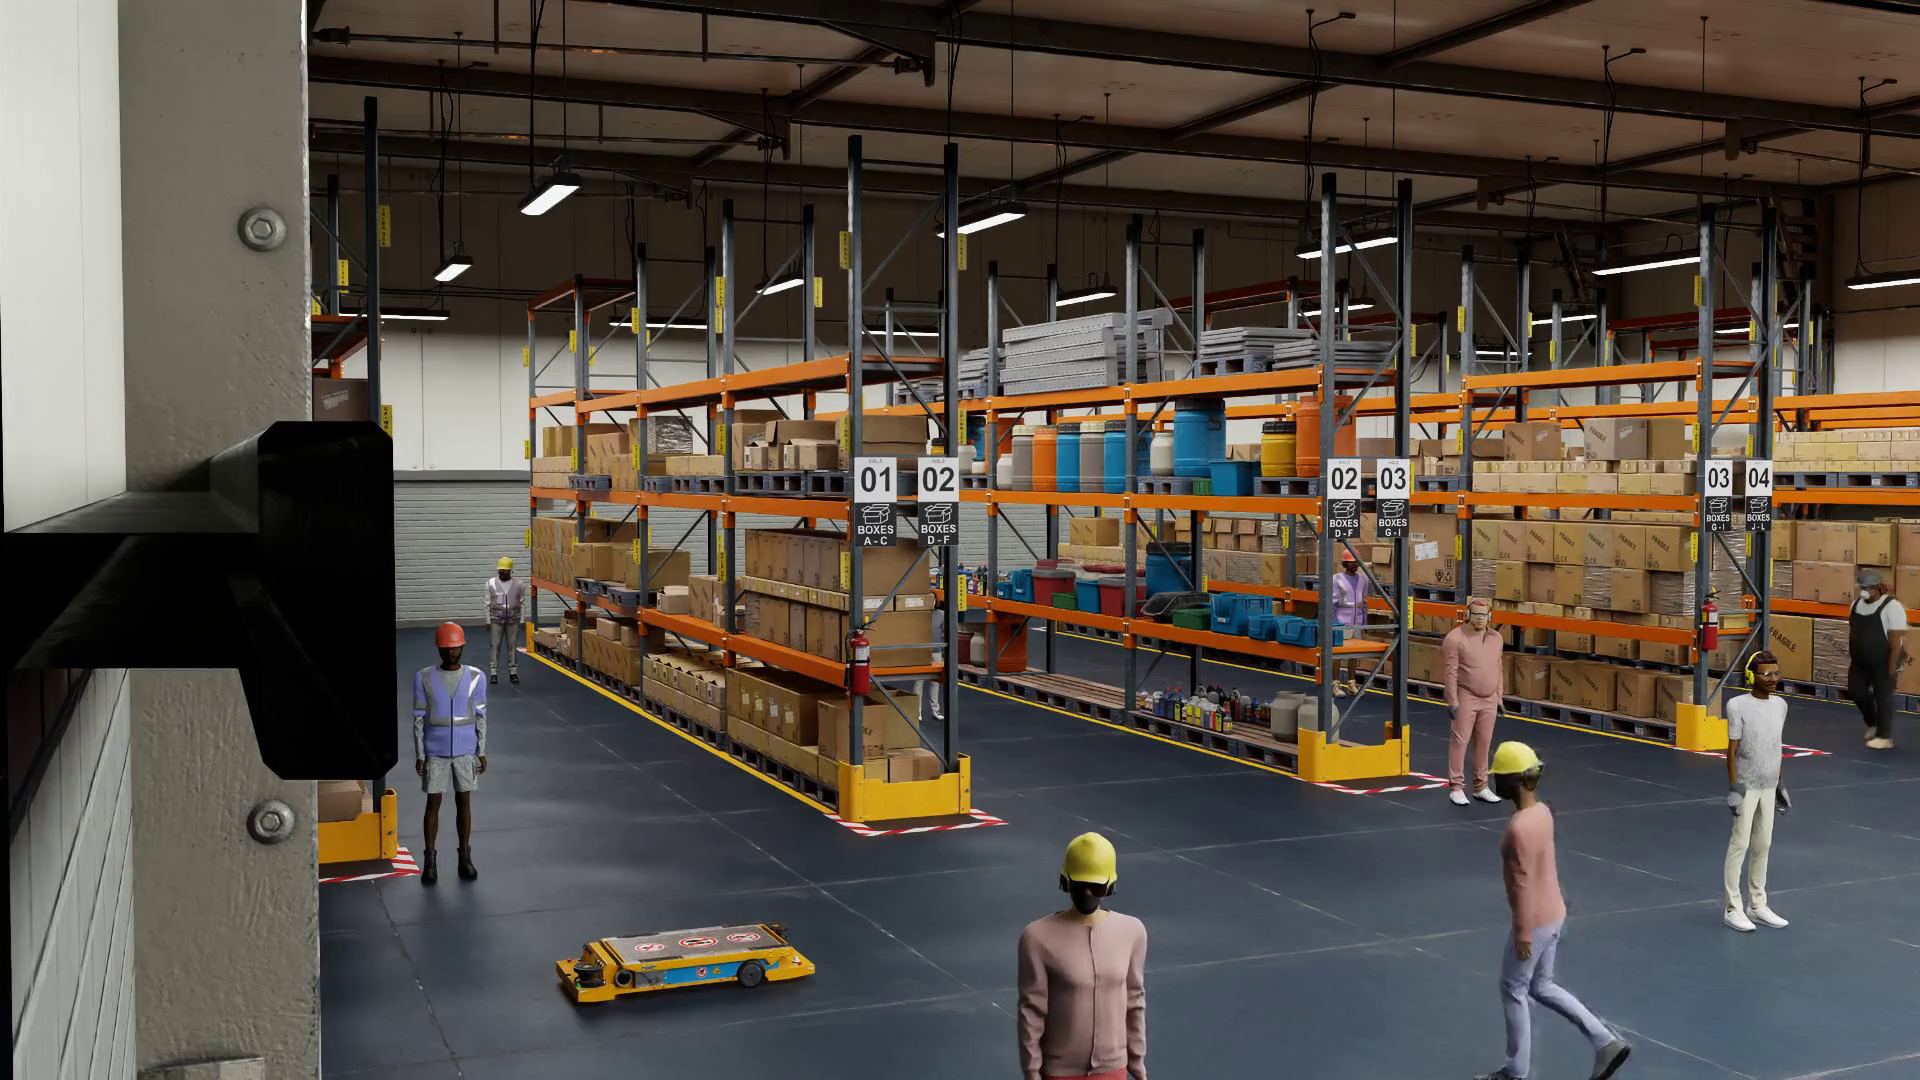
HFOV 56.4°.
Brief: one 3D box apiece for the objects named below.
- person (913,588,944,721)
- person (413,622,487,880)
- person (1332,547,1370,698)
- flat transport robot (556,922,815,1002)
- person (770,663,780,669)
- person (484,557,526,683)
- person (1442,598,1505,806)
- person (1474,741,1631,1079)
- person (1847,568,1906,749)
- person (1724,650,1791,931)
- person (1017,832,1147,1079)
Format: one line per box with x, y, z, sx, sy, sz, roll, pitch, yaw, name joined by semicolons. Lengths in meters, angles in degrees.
-0.376;1.406;22.091;0.499;1.634;0.285;-1;2;-21;person
-3.848;1.584;13.544;0.544;1.939;0.372;-1;2;-21;person
5.304;1.118;24.350;0.606;2.045;0.389;-1;2;-21;person
-1.658;2.531;10.816;1.431;0.197;0.652;-1;2;-23;flat transport robot
-2.656;1.132;27.316;0.532;1.800;0.991;-1;2;-27;person
-6.616;1.159;26.070;0.589;1.827;0.404;-1;2;-21;person
4.784;1.486;16.581;0.640;1.904;0.401;-1;2;-21;person
2.901;1.864;8.810;0.641;1.735;0.569;1;3;31;person
10.138;1.312;19.880;0.541;2.000;0.698;-1;2;-26;person
5.389;1.673;12.079;0.521;1.873;0.334;-1;2;-21;person
0.457;1.939;6.546;0.524;1.764;0.329;-1;2;-21;person
